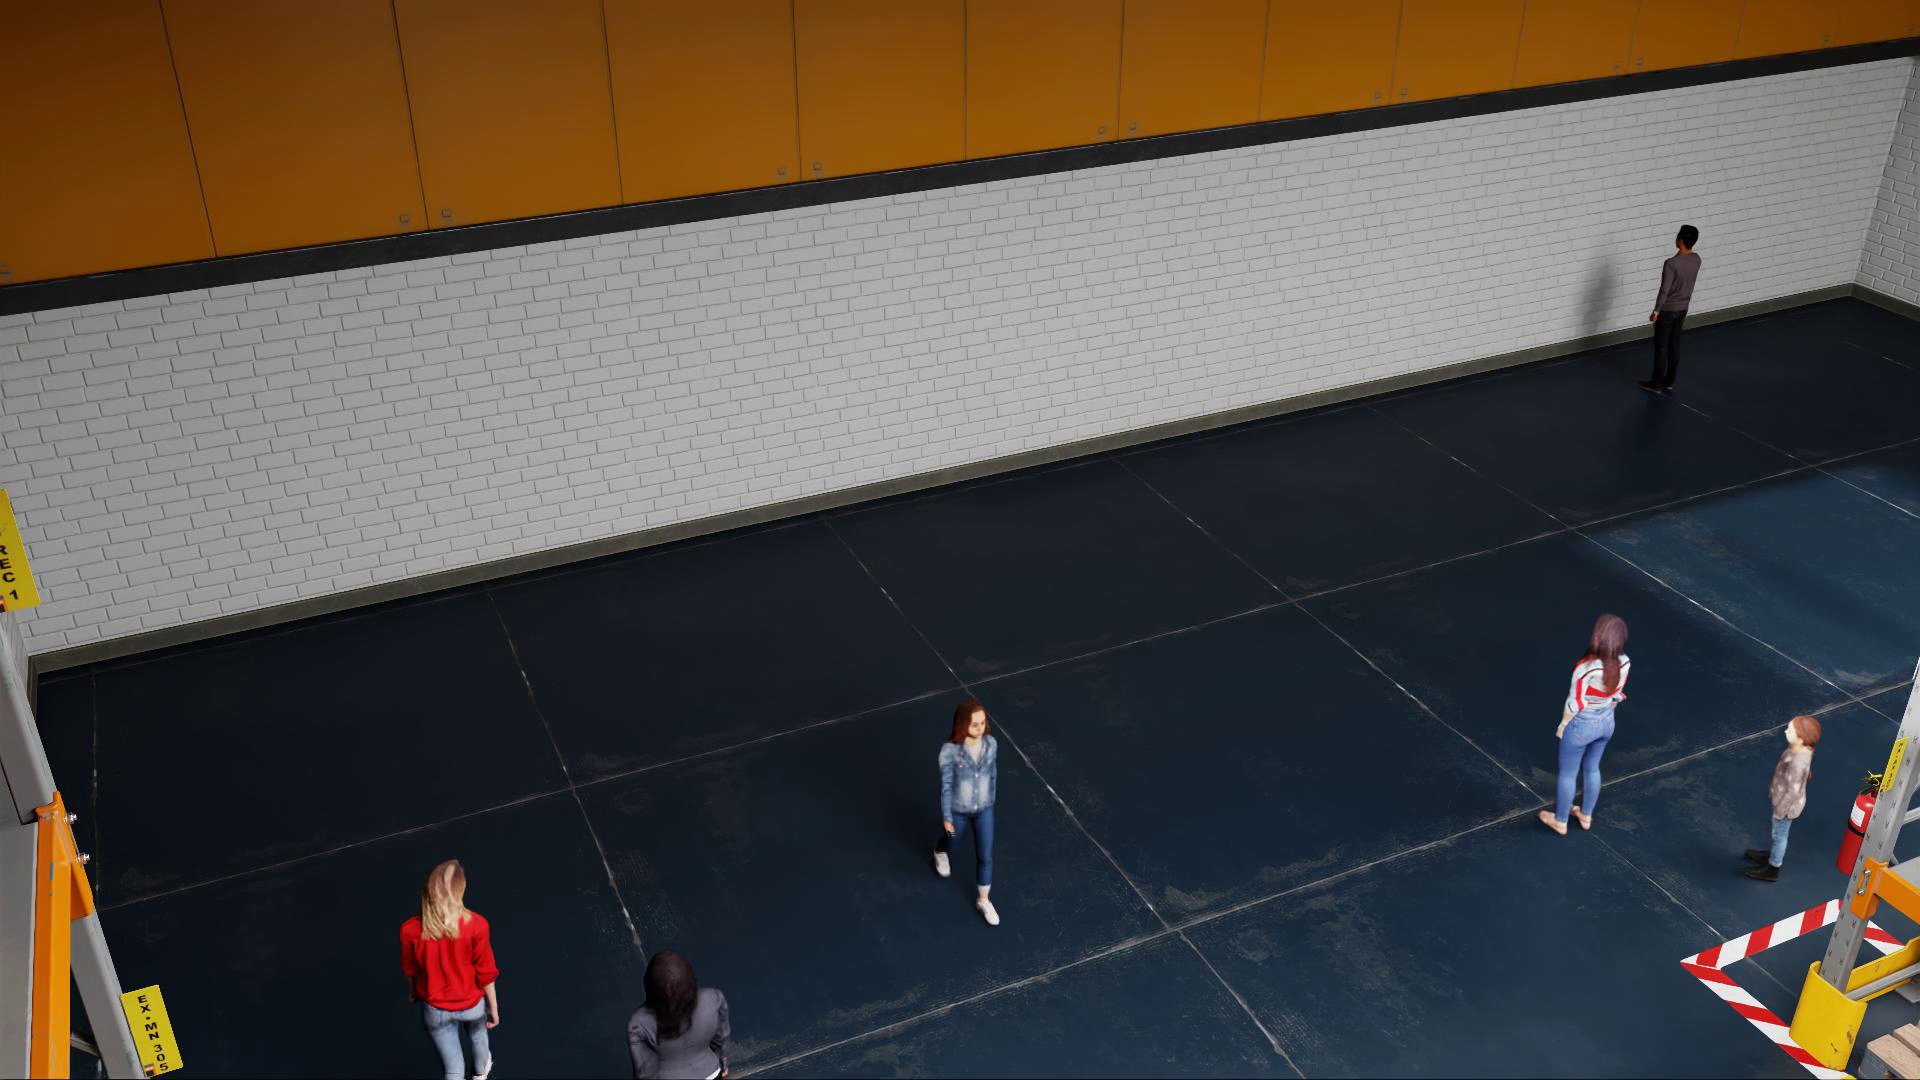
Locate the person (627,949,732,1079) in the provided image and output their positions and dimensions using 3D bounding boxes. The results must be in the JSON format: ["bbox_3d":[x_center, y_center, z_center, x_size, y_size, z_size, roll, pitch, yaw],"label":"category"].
[{"bbox_3d":[-1.374,2.626,8.191,0.678,1.597,0.661,-15,32,-25],"label":"person"}]

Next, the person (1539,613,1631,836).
[{"bbox_3d":[4.092,1.196,10.797,0.597,1.610,0.505,-11,30,-19],"label":"person"}]

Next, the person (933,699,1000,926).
[{"bbox_3d":[0.014,1.604,10.211,0.575,1.456,0.946,-11,31,-20],"label":"person"}]

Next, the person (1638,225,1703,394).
[{"bbox_3d":[7.373,-2.386,17.201,0.504,1.766,0.648,-13,31,-22],"label":"person"}]

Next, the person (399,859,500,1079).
[{"bbox_3d":[-2.569,2.435,8.469,0.736,1.666,0.952,-9,30,-16],"label":"person"}]

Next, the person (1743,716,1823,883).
[{"bbox_3d":[5.205,1.619,10.457,0.594,1.194,0.560,16,32,27],"label":"person"}]
